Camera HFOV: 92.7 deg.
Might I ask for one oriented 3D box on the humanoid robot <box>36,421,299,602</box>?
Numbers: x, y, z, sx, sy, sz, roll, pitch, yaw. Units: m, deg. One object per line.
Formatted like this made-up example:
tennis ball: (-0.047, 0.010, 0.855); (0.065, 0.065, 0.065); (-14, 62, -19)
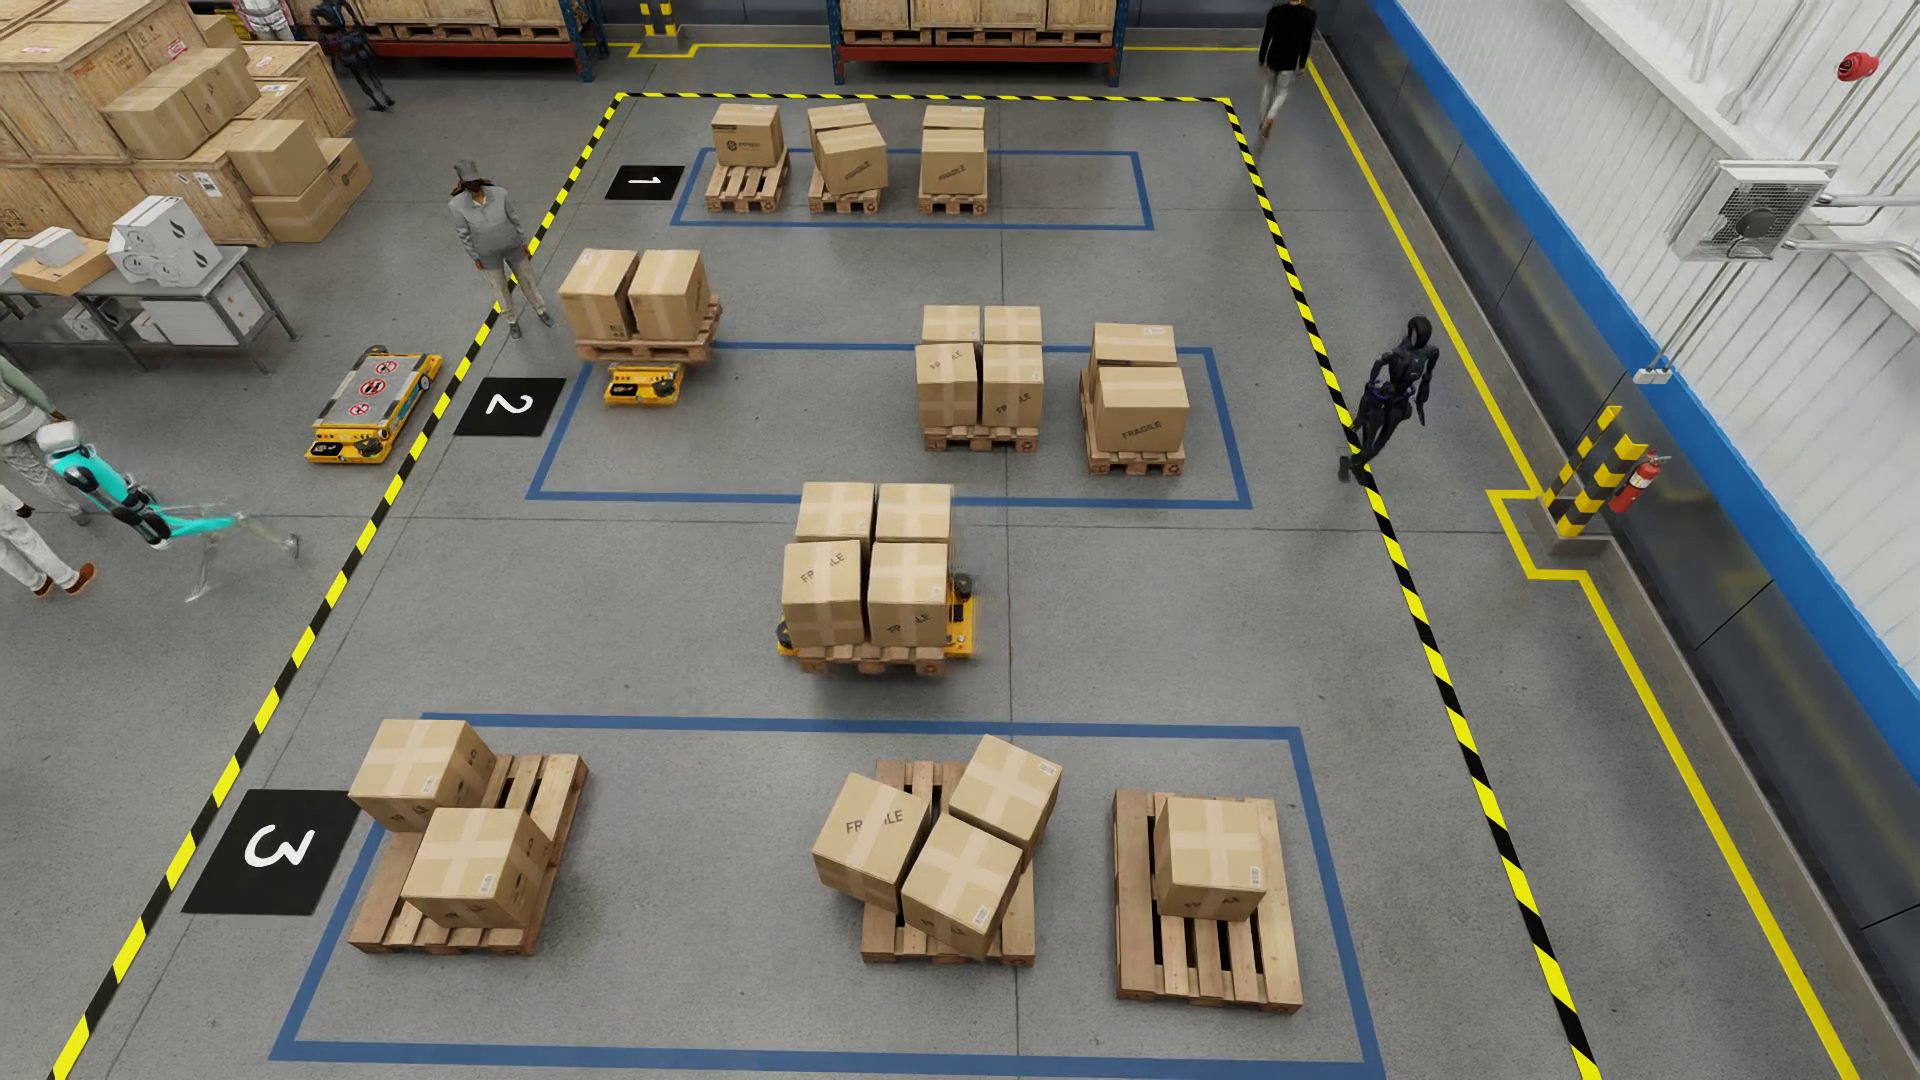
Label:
humanoid robot: (-5.611, -0.294, 6.680); (1.006, 1.775, 0.544); (-35, 58, -26)

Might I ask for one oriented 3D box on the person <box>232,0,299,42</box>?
person: (-9.135, -6.831, 12.122); (0.602, 1.830, 0.404); (-20, 53, -16)

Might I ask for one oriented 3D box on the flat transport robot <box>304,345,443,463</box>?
flat transport robot: (-5.383, -1.269, 8.441); (0.659, 0.231, 1.431); (1, 50, 1)

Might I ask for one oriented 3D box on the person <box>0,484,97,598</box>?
person: (-7.018, -0.249, 6.525); (0.584, 1.879, 0.374); (-7, 50, -6)

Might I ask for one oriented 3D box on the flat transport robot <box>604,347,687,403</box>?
flat transport robot: (-2.968, -1.877, 8.937); (0.652, 0.197, 1.431); (1, 50, 1)

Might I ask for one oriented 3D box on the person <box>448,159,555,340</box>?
person: (-4.390, -2.766, 8.724); (0.563, 1.769, 0.398); (-29, 56, -22)

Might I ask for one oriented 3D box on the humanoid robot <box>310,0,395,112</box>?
humanoid robot: (-7.848, -6.346, 11.827); (0.414, 1.645, 0.583); (24, 54, 19)

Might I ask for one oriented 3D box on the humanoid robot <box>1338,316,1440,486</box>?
humanoid robot: (3.456, -1.065, 7.344); (0.600, 1.653, 0.351); (-8, 50, -7)

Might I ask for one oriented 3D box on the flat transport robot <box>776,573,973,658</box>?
flat transport robot: (-0.621, 0.548, 6.885); (1.431, 0.197, 0.652); (1, 50, 1)

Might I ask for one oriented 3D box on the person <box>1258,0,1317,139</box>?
person: (3.968, -5.919, 11.325); (0.598, 1.870, 0.624); (24, 54, 19)

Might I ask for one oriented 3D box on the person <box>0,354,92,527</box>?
person: (-7.268, -0.884, 7.015); (0.389, 1.946, 0.614); (36, 59, 27)
